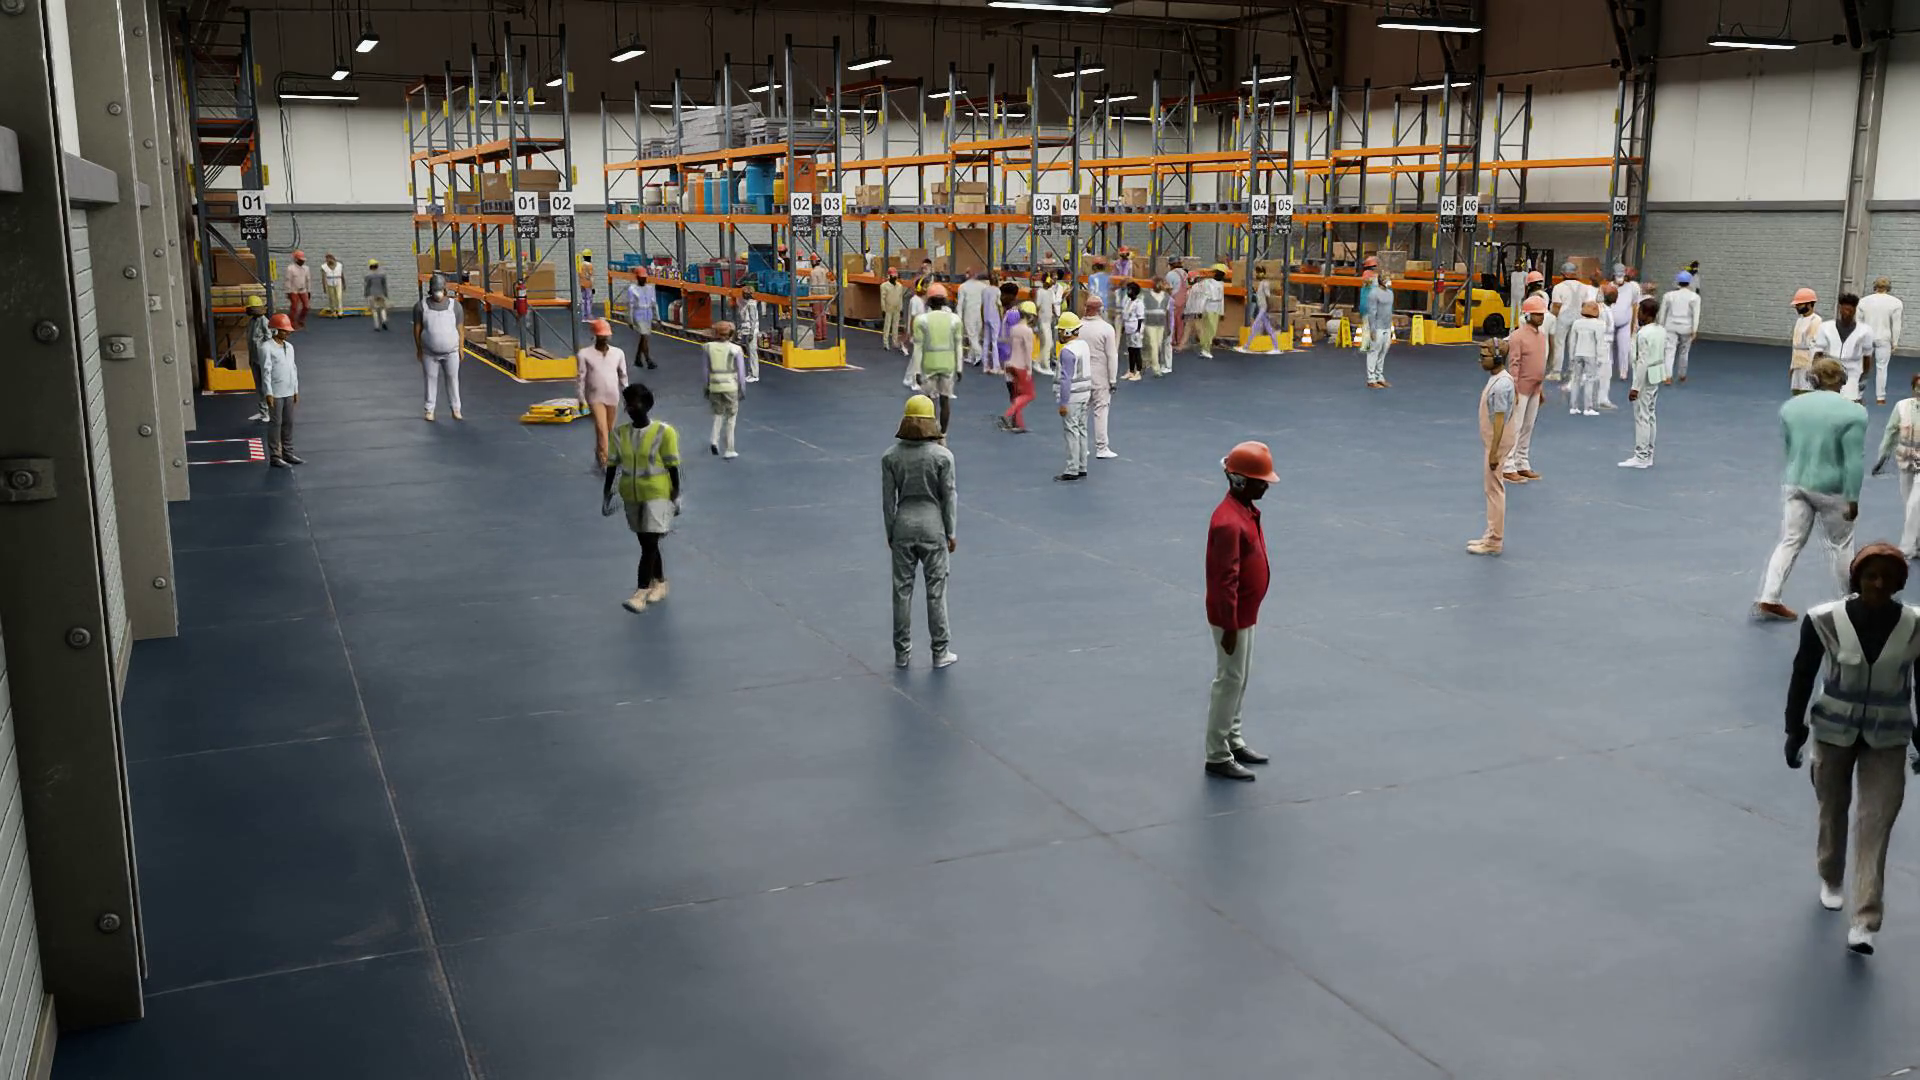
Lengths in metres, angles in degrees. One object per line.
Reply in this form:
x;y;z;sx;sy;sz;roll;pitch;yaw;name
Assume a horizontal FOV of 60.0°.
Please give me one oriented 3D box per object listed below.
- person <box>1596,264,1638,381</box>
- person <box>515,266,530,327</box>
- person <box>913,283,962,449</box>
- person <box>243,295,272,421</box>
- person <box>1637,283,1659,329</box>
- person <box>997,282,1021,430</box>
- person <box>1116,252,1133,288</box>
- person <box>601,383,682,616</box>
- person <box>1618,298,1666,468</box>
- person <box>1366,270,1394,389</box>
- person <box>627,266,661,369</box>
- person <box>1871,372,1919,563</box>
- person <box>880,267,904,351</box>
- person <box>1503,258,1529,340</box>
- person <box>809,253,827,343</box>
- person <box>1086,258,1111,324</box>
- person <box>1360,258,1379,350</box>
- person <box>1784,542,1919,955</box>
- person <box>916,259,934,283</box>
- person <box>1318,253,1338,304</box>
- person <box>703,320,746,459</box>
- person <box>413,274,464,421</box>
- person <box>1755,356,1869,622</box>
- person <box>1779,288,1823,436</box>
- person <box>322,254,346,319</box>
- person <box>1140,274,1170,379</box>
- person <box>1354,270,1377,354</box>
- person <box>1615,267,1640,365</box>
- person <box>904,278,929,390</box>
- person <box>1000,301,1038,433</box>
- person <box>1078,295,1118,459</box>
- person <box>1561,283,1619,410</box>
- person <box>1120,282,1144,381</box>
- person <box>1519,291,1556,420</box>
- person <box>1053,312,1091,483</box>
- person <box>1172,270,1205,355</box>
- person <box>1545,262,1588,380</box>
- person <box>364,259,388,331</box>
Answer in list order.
11.285;-3.755;28.612;0.684;2.000;0.911;4;12;20;person
-11.135;-6.253;42.179;0.487;1.699;0.901;-5;12;-23;person
-0.269;-2.118;20.333;0.626;2.029;0.407;-2;11;-10;person
-9.734;-2.518;23.091;0.493;1.741;0.317;8;14;35;person
12.455;-3.827;30.035;0.472;1.619;0.551;7;13;33;person
0.668;-2.444;22.138;0.361;1.964;0.614;0;11;1;person
4.726;-7.254;47.105;0.614;1.770;0.850;1;11;7;person
-2.327;-0.293;11.991;0.553;1.648;0.858;4;12;18;person
7.778;-1.776;18.870;0.393;1.920;0.591;9;14;38;person
6.927;-3.459;27.372;0.372;1.940;0.629;11;15;43;person
-5.917;-4.142;30.963;0.544;1.900;0.974;-10;15;-42;person
7.767;-0.584;13.590;0.763;1.603;0.555;-5;12;-26;person
-1.411;-4.826;34.790;0.563;1.752;0.329;-9;15;-40;person
12.592;-5.437;37.601;0.328;1.872;0.513;-7;13;-32;person
-3.191;-5.406;37.120;0.395;1.993;0.614;5;12;22;person
2.757;-4.696;33.570;0.637;1.967;1.070;-8;14;-37;person
8.672;-4.985;35.144;0.381;1.931;0.548;7;13;33;person
3.565;0.798;6.595;0.539;1.588;0.879;6;13;27;person
-0.751;-5.021;35.399;0.391;1.911;0.584;6;12;26;person
9.694;-6.674;43.963;0.362;1.846;0.570;10;15;41;person
-2.752;-1.764;19.552;0.536;1.623;0.377;4;12;19;person
-7.237;-2.684;23.173;0.684;2.000;0.538;-4;12;-21;person
6.039;-0.348;11.739;0.789;1.880;0.653;-8;14;-34;person
10.724;-2.234;21.192;0.392;1.925;0.548;1;11;4;person
-17.038;-6.899;45.310;0.606;1.763;1.008;-4;12;-22;person
3.397;-3.758;29.212;0.575;1.815;0.803;-5;12;-22;person
8.457;-4.695;34.210;0.750;1.728;0.571;-4;12;-19;person
12.592;-4.197;31.312;0.452;1.861;0.700;8;14;37;person
-0.720;-3.363;27.217;0.532;1.822;0.746;2;11;9;person
0.780;-2.239;21.672;0.505;1.738;0.538;-5;12;-25;person
1.584;-1.913;19.585;0.642;1.913;0.408;8;14;34;person
9.325;-2.841;24.433;0.698;1.861;0.616;7;13;32;person
2.974;-3.578;28.588;0.321;1.697;0.529;-4;12;-19;person
8.007;-2.560;23.160;0.505;1.811;0.873;1;11;7;person
1.195;-1.530;17.873;0.405;1.825;0.595;5;12;22;person
4.657;-4.602;33.750;0.884;1.702;0.553;2;11;11;person
10.438;-3.783;28.757;0.689;2.000;0.538;-4;12;-21;person
-14.240;-5.962;40.529;0.554;1.753;0.352;-8;14;-34;person
